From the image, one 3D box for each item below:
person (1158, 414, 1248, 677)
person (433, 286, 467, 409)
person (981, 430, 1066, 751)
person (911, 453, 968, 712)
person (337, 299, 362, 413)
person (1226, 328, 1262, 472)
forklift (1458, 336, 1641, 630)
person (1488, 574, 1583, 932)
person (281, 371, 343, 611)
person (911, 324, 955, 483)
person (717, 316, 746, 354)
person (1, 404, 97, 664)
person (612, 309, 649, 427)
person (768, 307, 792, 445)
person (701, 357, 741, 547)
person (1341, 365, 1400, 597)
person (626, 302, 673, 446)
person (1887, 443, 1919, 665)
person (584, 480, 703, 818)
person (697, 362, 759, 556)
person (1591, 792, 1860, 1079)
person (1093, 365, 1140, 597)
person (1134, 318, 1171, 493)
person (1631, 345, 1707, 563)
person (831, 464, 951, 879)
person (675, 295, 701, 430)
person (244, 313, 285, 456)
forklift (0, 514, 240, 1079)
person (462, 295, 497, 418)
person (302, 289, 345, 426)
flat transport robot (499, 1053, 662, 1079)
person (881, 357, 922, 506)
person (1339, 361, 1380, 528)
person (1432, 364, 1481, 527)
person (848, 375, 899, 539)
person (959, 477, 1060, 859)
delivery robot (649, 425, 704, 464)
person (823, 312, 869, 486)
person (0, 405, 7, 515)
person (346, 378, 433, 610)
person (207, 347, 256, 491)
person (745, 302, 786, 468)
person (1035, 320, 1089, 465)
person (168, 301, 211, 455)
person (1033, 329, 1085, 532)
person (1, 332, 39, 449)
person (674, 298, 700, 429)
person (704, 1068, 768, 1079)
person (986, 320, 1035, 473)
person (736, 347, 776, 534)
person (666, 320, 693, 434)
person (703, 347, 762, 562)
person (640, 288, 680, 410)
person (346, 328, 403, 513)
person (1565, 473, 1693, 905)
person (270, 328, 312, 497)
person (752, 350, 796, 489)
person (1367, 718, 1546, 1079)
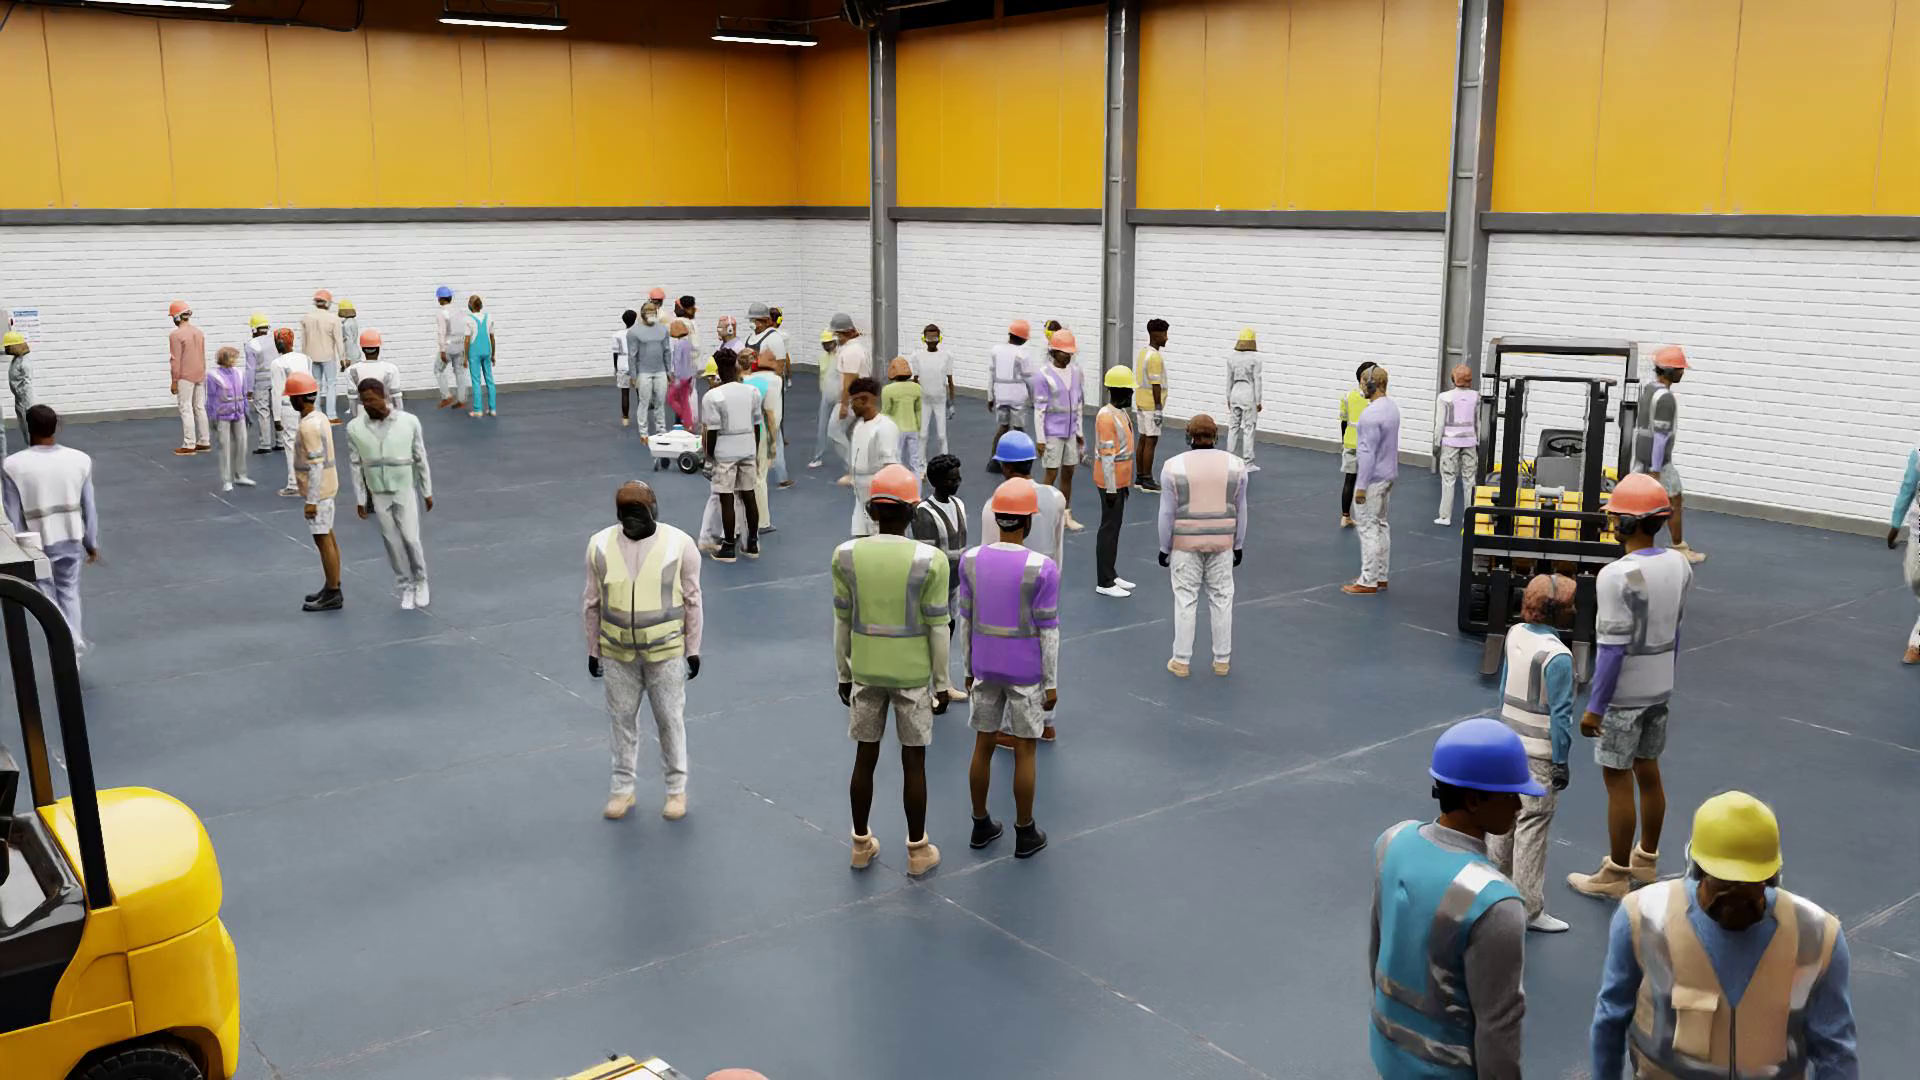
[{"bbox_3d":[1.671,0.040,11.541,0.621,1.838,0.429,-1,12,-4],"label":"person"},{"bbox_3d":[-7.981,-2.993,25.956,0.577,1.925,0.620,6,13,25],"label":"person"},{"bbox_3d":[0.362,0.309,9.999,0.608,1.942,0.410,-9,14,-36],"label":"person"},{"bbox_3d":[-0.128,0.272,10.781,0.321,1.689,0.529,7,14,32],"label":"person"},{"bbox_3d":[-9.384,-2.827,25.609,0.323,1.743,0.489,-1,12,-7],"label":"person"},{"bbox_3d":[3.459,-1.702,20.204,0.487,1.737,0.323,11,16,42],"label":"person"},{"bbox_3d":[4.683,-0.471,13.136,1.214,2.155,2.313,4,12,20],"label":"forklift"},{"bbox_3d":[2.621,0.958,7.590,0.311,1.636,0.522,-2,12,-9],"label":"person"},{"bbox_3d":[-5.201,-0.390,13.375,0.376,1.934,0.547,-3,12,-13],"label":"person"},{"bbox_3d":[-0.315,-1.584,19.328,0.506,1.864,0.331,0,12,1],"label":"person"},{"bbox_3d":[-2.757,-1.712,19.826,0.407,1.910,0.638,-6,13,-27],"label":"person"},{"bbox_3d":[-6.272,0.009,11.536,0.548,1.898,0.609,9,15,37],"label":"person"},{"bbox_3d":[-4.745,-2.476,24.028,0.540,1.695,0.317,-2,12,-9],"label":"person"},{"bbox_3d":[-2.491,-2.178,22.215,0.526,1.856,0.344,4,12,17],"label":"person"},{"bbox_3d":[-2.251,-0.842,15.855,0.403,1.817,0.601,-1,12,-3],"label":"person"},{"bbox_3d":[3.462,-0.494,13.902,0.374,1.929,0.635,7,14,30],"label":"person"},{"bbox_3d":[-4.142,-2.221,22.250,0.636,1.928,0.387,-9,15,-37],"label":"person"},{"bbox_3d":[7.077,-0.078,11.944,0.792,1.903,0.648,-11,16,-41],"label":"person"},{"bbox_3d":[-1.695,0.587,8.891,0.633,1.840,0.429,1,12,3],"label":"person"},{"bbox_3d":[-2.139,-0.744,15.398,0.564,1.817,0.455,7,13,29],"label":"person"},{"bbox_3d":[2.010,1.538,4.396,0.619,1.799,0.780,3,12,15],"label":"person"},{"bbox_3d":[1.306,-0.498,13.914,0.363,1.928,0.587,3,12,14],"label":"person"},{"bbox_3d":[2.168,-1.524,18.777,0.364,1.962,0.611,-2,12,-9],"label":"person"},{"bbox_3d":[6.274,-0.771,15.079,1.012,2.002,0.608,0,12,0],"label":"person"},{"bbox_3d":[-0.326,0.640,8.178,0.603,2.034,0.417,4,12,17],"label":"person"},{"bbox_3d":[-3.921,-2.530,23.764,0.508,1.930,0.648,2,12,11],"label":"person"},{"bbox_3d":[-8.951,-2.001,21.406,0.404,1.832,0.599,6,13,25],"label":"person"},{"bbox_3d":[-3.687,1.115,5.480,2.313,2.155,1.214,-9,15,-36],"label":"forklift"},{"bbox_3d":[-7.247,-2.768,25.080,0.517,1.842,0.327,-11,16,-43],"label":"person"},{"bbox_3d":[-9.234,-2.651,24.212,0.637,1.969,0.464,2,12,9],"label":"person"},{"bbox_3d":[-1.035,2.076,5.505,0.652,0.197,1.431,-10,16,-41],"label":"flat transport robot"},{"bbox_3d":[-0.616,-1.132,17.719,0.499,1.624,0.303,-8,14,-35],"label":"person"},{"bbox_3d":[4.016,-0.930,16.562,0.316,1.695,0.541,-9,15,-38],"label":"person"},{"bbox_3d":[5.031,-0.949,16.795,0.523,1.638,0.310,-1,12,-6],"label":"person"},{"bbox_3d":[-0.665,-0.345,13.223,0.648,1.909,0.654,-9,14,-36],"label":"person"},{"bbox_3d":[0.258,0.644,8.404,0.544,1.930,0.389,6,13,27],"label":"person"},{"bbox_3d":[-3.415,-1.158,20.206,0.707,0.478,0.477,4,12,19],"label":"delivery robot"},{"bbox_3d":[-1.284,-1.610,19.012,0.569,2.000,0.698,-1,12,-5],"label":"person"},{"bbox_3d":[-9.175,-0.743,15.499,0.531,1.765,0.328,-5,13,-21],"label":"person"},{"bbox_3d":[-4.581,-0.365,13.367,0.629,1.886,0.474,-1,12,-6],"label":"person"},{"bbox_3d":[-8.320,-1.376,18.912,0.334,1.622,0.559,5,13,25],"label":"person"},{"bbox_3d":[-2.461,-1.904,20.432,0.536,2.000,0.688,-8,14,-35],"label":"person"},{"bbox_3d":[1.279,-1.831,20.711,0.534,1.800,1.005,-9,15,-36],"label":"person"},{"bbox_3d":[-9.986,-2.094,21.503,0.410,1.980,0.624,2,12,10],"label":"person"},{"bbox_3d":[0.996,-1.059,16.385,0.612,2.030,0.403,-10,16,-41],"label":"person"},{"bbox_3d":[-11.118,-1.602,19.723,0.323,1.737,0.484,-11,16,-42],"label":"person"},{"bbox_3d":[-3.906,-2.522,23.809,0.352,1.880,0.577,-1,12,-5],"label":"person"},{"bbox_3d":[-0.428,1.801,3.283,0.439,1.731,0.583,8,14,34],"label":"person"},{"bbox_3d":[0.577,-1.672,19.727,0.687,1.883,0.439,7,14,30],"label":"person"},{"bbox_3d":[-2.088,-0.966,16.373,0.565,1.846,0.390,2,12,10],"label":"person"},{"bbox_3d":[-3.882,-2.235,23.046,0.364,1.618,0.530,2,12,10],"label":"person"},{"bbox_3d":[-2.081,-0.777,15.187,0.601,1.958,0.388,-10,15,-40],"label":"person"},{"bbox_3d":[-4.718,-3.017,26.171,0.555,1.885,1.006,4,12,18],"label":"person"},{"bbox_3d":[-6.140,-1.251,17.517,0.544,1.943,0.347,-2,12,-11],"label":"person"},{"bbox_3d":[3.140,0.701,7.845,0.609,2.044,0.397,-8,14,-35],"label":"person"},{"bbox_3d":[-7.402,-1.414,18.465,0.359,1.880,0.575,5,13,22],"label":"person"},{"bbox_3d":[-2.168,-1.348,18.808,0.516,1.596,0.765,6,13,26],"label":"person"},{"bbox_3d":[1.335,1.428,4.570,0.403,1.944,0.605,-3,12,-16],"label":"person"}]
